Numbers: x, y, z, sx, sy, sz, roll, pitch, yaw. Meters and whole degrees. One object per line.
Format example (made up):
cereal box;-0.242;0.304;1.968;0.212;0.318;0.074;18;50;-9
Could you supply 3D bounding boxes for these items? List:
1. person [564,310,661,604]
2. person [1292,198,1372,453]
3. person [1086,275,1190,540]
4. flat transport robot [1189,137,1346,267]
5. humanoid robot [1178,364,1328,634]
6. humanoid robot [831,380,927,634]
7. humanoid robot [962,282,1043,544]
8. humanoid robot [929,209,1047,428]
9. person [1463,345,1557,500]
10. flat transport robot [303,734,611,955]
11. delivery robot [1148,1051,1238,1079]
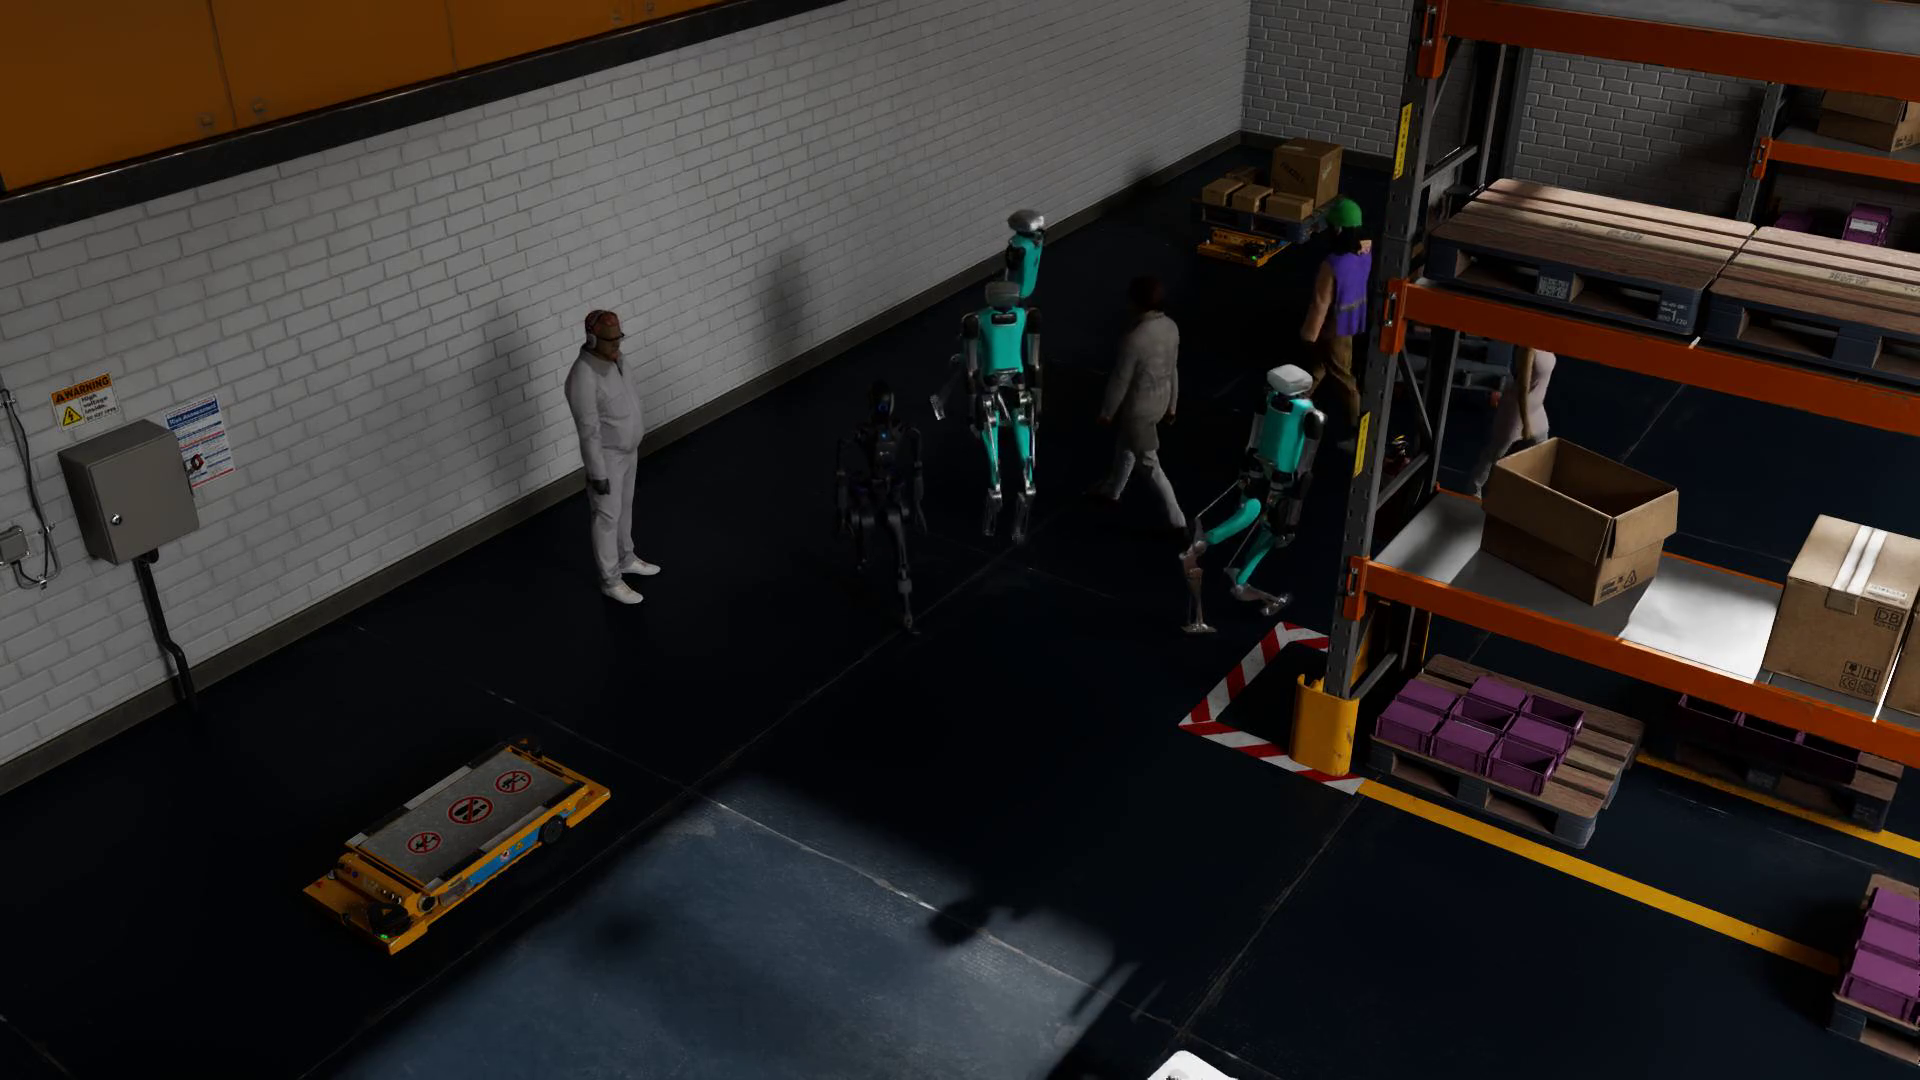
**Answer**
person;-2.140;-0.531;10.329;0.407;1.903;0.635;5;30;9
person;2.717;-1.564;12.135;1.002;1.882;0.547;20;36;31
person;1.240;-0.883;11.069;0.950;1.787;0.499;22;37;33
flat transport robot;2.944;-3.013;16.266;0.659;0.231;1.431;19;35;30
humanoid robot;1.659;-0.135;9.838;1.053;1.734;0.532;-19;35;-29
humanoid robot;-0.484;-0.195;10.000;0.589;1.624;0.790;-9;31;-16
humanoid robot;0.317;-0.741;10.884;0.538;1.817;0.667;-5;30;-9
humanoid robot;0.147;-1.650;12.463;0.977;1.782;0.536;13;32;21
person;3.844;-0.822;11.099;0.864;1.610;0.467;24;37;35
flat transport robot;-2.526;1.502;8.434;0.659;0.231;1.431;19;35;30
delivery robot;1.080;2.402;6.602;0.814;0.611;0.499;25;38;36
